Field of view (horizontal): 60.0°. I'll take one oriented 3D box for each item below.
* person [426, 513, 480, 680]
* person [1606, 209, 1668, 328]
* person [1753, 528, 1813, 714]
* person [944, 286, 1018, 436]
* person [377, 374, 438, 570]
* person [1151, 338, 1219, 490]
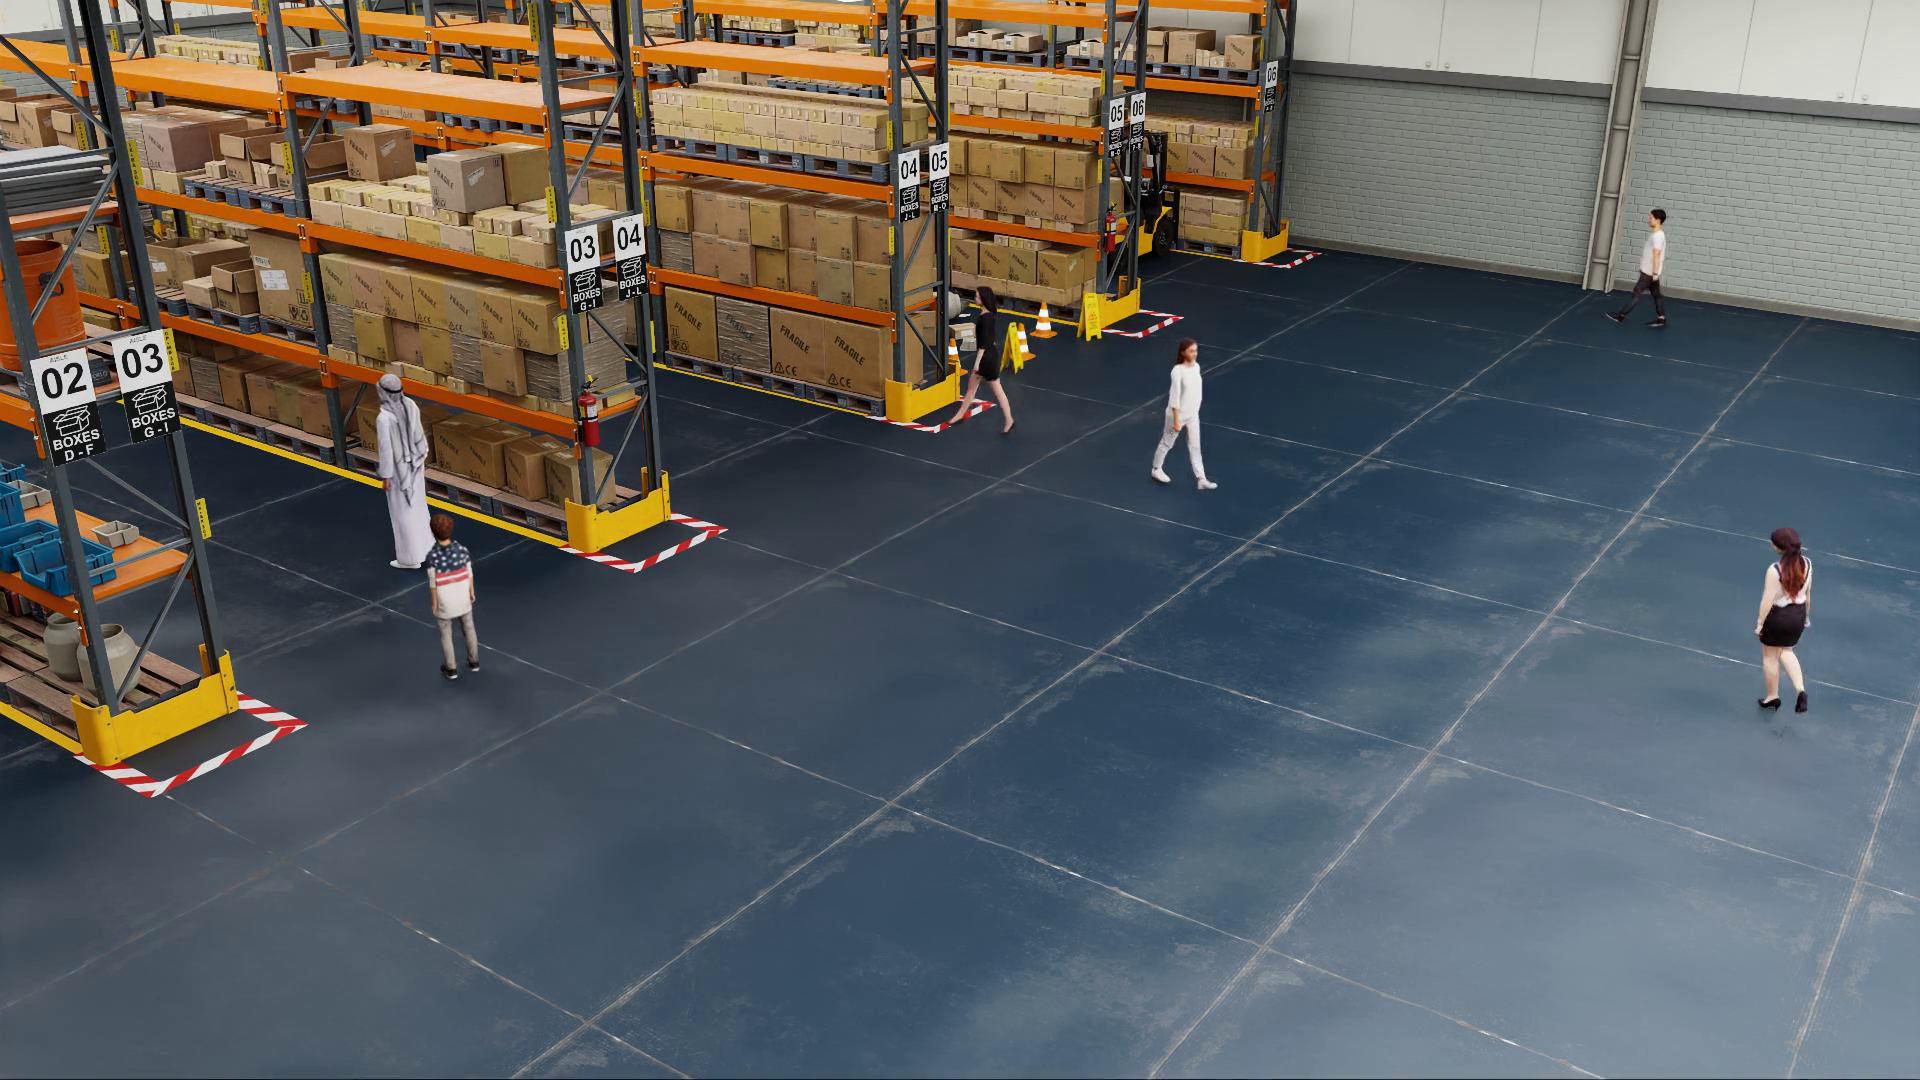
[{"bbox_3d":[-4.236,0.454,13.871,0.580,1.438,0.575,-15,27,-31],"label":"person"},{"bbox_3d":[9.905,-3.830,23.630,1.129,1.685,0.807,9,25,21],"label":"person"},{"bbox_3d":[6.503,0.699,13.067,0.841,1.615,0.910,-3,23,-8],"label":"person"},{"bbox_3d":[0.402,-2.027,19.300,1.189,1.756,0.978,2,23,4],"label":"person"},{"bbox_3d":[-5.316,-0.665,15.878,0.722,1.927,0.742,9,25,19],"label":"person"},{"bbox_3d":[2.320,-1.349,17.851,0.787,1.642,1.143,-19,30,-38],"label":"person"}]
